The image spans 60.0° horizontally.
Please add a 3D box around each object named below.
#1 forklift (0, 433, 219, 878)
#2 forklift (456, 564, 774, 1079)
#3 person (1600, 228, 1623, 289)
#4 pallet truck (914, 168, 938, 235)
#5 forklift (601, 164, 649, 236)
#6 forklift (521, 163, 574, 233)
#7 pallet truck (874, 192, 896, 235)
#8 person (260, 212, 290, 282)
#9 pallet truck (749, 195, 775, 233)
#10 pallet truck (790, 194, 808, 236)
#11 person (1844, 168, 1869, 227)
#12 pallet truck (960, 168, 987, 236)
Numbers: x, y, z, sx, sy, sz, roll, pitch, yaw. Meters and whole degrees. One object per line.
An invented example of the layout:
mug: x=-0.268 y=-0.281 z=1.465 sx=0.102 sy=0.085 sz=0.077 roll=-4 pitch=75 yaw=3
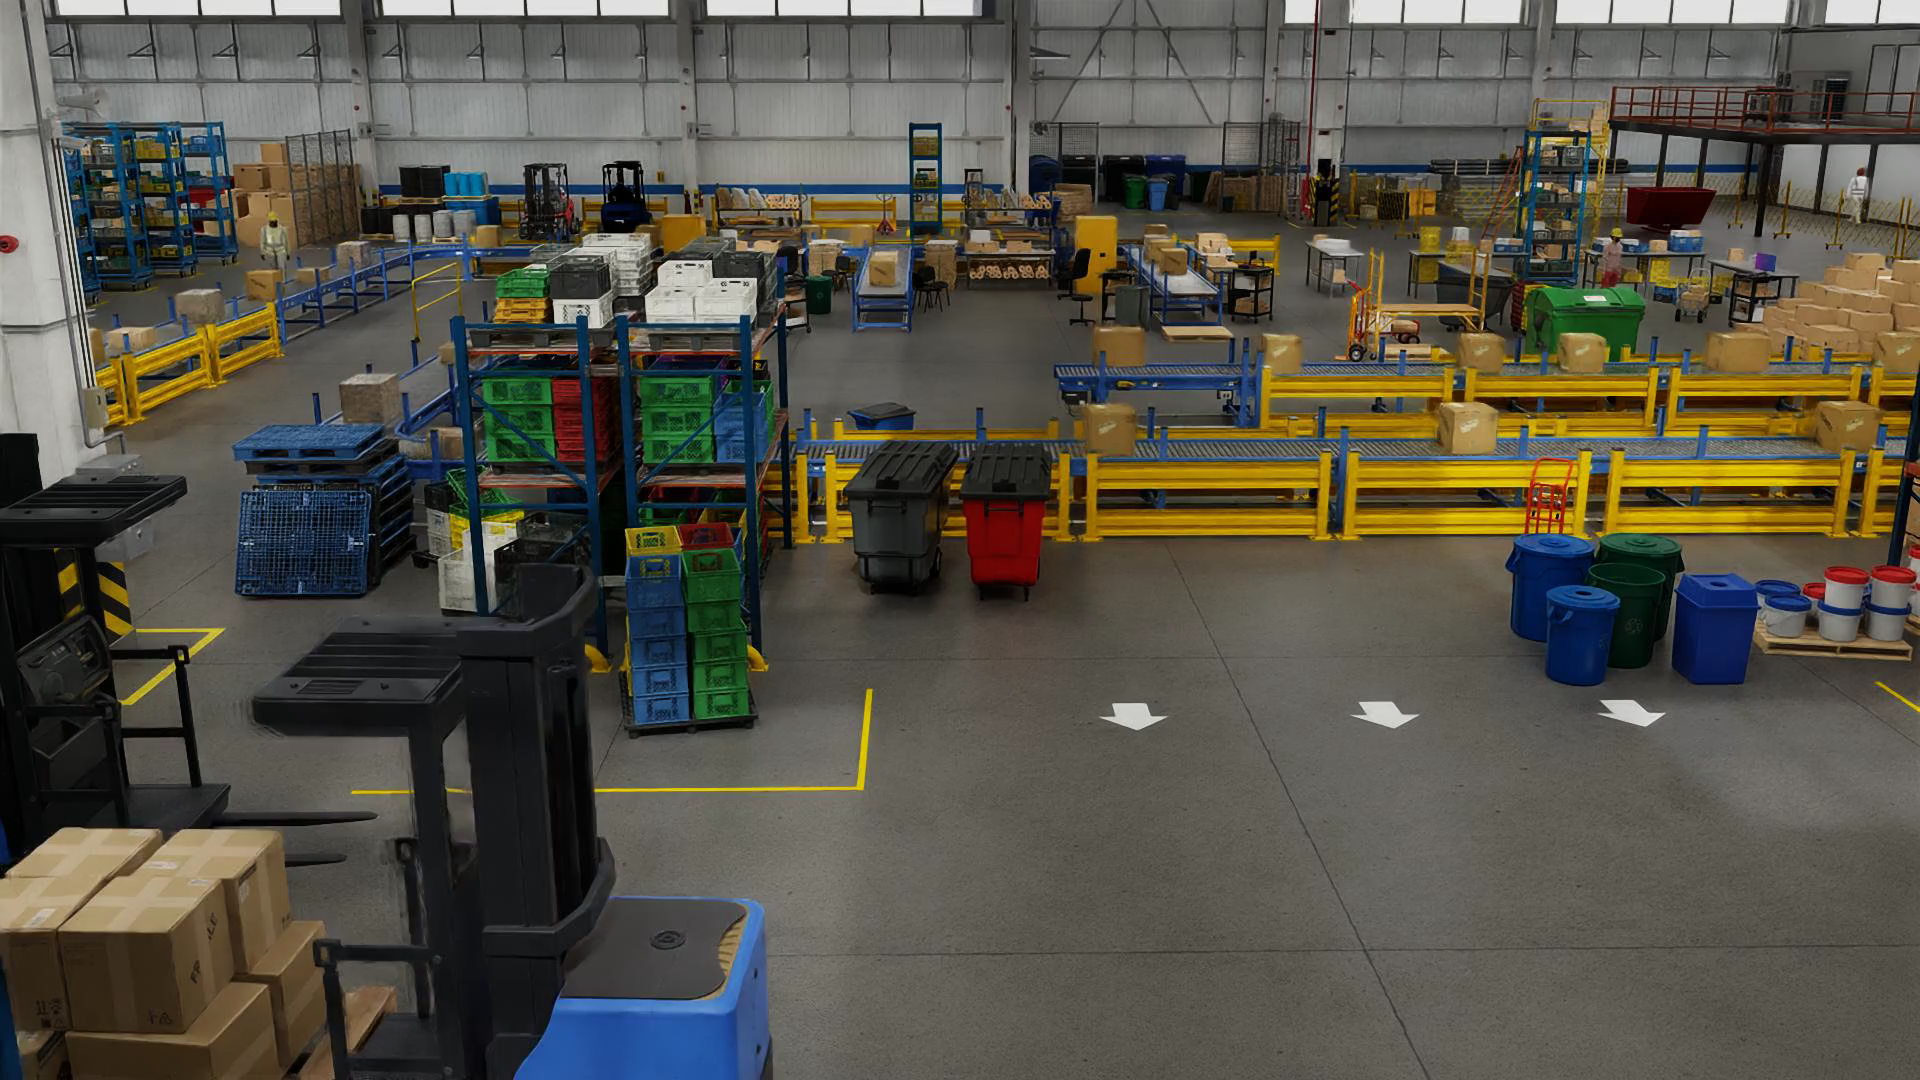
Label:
forklift: x=-5.952 y=0.780 z=10.366 sx=1.873 sy=2.768 sz=1.129 roll=0 pitch=16 yaw=-1
forklift: x=-1.891 y=1.559 z=7.657 sx=1.873 sy=2.768 sz=1.129 roll=1 pitch=16 yaw=2
person: x=13.473 y=-5.551 z=34.358 sx=0.533 sy=1.765 sz=0.326 roll=-8 pitch=18 yaw=-26
pallet truck: x=-0.989 y=-10.316 z=50.507 sx=0.823 sy=1.965 sz=1.885 roll=1 pitch=16 yaw=3
forklift: x=-9.948 y=-10.127 z=49.296 sx=1.157 sy=1.987 sz=2.680 roll=-1 pitch=16 yaw=-3
forklift: x=-12.233 y=-10.122 z=49.298 sx=1.157 sy=1.987 sz=2.680 roll=0 pitch=16 yaw=-1
pallet truck: x=-2.277 y=-9.986 z=50.594 sx=0.653 sy=1.274 sz=1.630 roll=0 pitch=16 yaw=-1
person: x=-15.429 y=-6.457 z=37.457 sx=0.599 sy=1.793 sz=0.885 roll=-4 pitch=16 yaw=-13
pallet truck: x=-6.051 y=-9.967 z=50.660 sx=0.680 sy=1.201 sz=1.601 roll=0 pitch=16 yaw=-1
pallet truck: x=-4.814 y=-9.883 z=50.259 sx=0.704 sy=1.261 sz=1.522 roll=-1 pitch=16 yaw=-3
person: x=28.438 y=-10.874 z=52.771 sx=0.577 sy=1.820 sz=1.028 roll=-1 pitch=16 yaw=-4
pallet truck: x=0.383 y=-10.230 z=50.206 sx=0.823 sy=1.965 sz=1.885 roll=-1 pitch=16 yaw=-3
